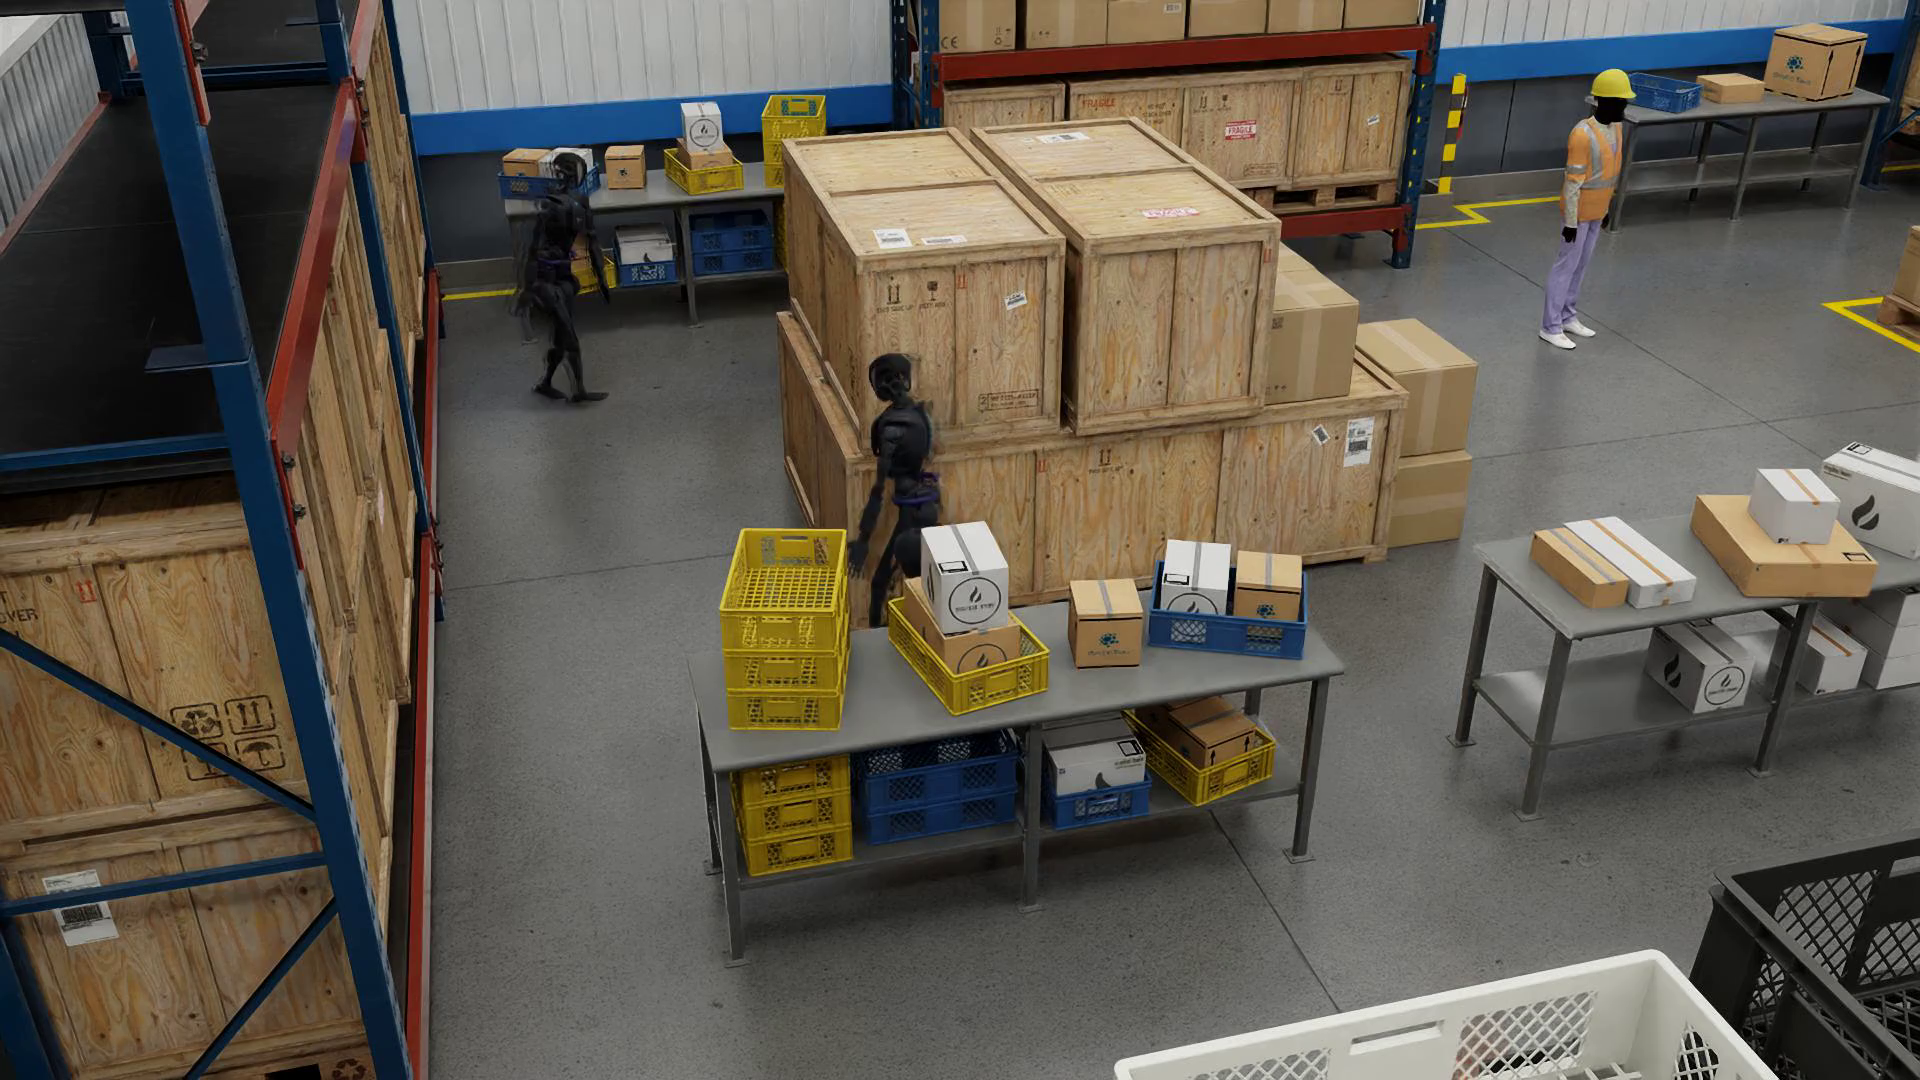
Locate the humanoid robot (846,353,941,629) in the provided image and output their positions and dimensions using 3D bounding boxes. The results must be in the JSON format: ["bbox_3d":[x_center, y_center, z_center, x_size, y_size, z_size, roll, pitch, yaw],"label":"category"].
[{"bbox_3d":[-0.308,-0.084,7.834,0.702,1.623,0.616,1,29,1],"label":"humanoid robot"}]

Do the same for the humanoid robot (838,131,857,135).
[{"bbox_3d":[-0.723,-1.924,11.149,0.351,1.651,0.565,19,34,31],"label":"humanoid robot"}]

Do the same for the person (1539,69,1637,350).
[{"bbox_3d":[4.368,-2.302,11.573,0.361,1.930,0.586,25,37,37],"label":"person"}]

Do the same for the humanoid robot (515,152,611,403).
[{"bbox_3d":[-2.568,-1.657,10.702,0.639,1.622,0.650,8,30,14],"label":"humanoid robot"}]
